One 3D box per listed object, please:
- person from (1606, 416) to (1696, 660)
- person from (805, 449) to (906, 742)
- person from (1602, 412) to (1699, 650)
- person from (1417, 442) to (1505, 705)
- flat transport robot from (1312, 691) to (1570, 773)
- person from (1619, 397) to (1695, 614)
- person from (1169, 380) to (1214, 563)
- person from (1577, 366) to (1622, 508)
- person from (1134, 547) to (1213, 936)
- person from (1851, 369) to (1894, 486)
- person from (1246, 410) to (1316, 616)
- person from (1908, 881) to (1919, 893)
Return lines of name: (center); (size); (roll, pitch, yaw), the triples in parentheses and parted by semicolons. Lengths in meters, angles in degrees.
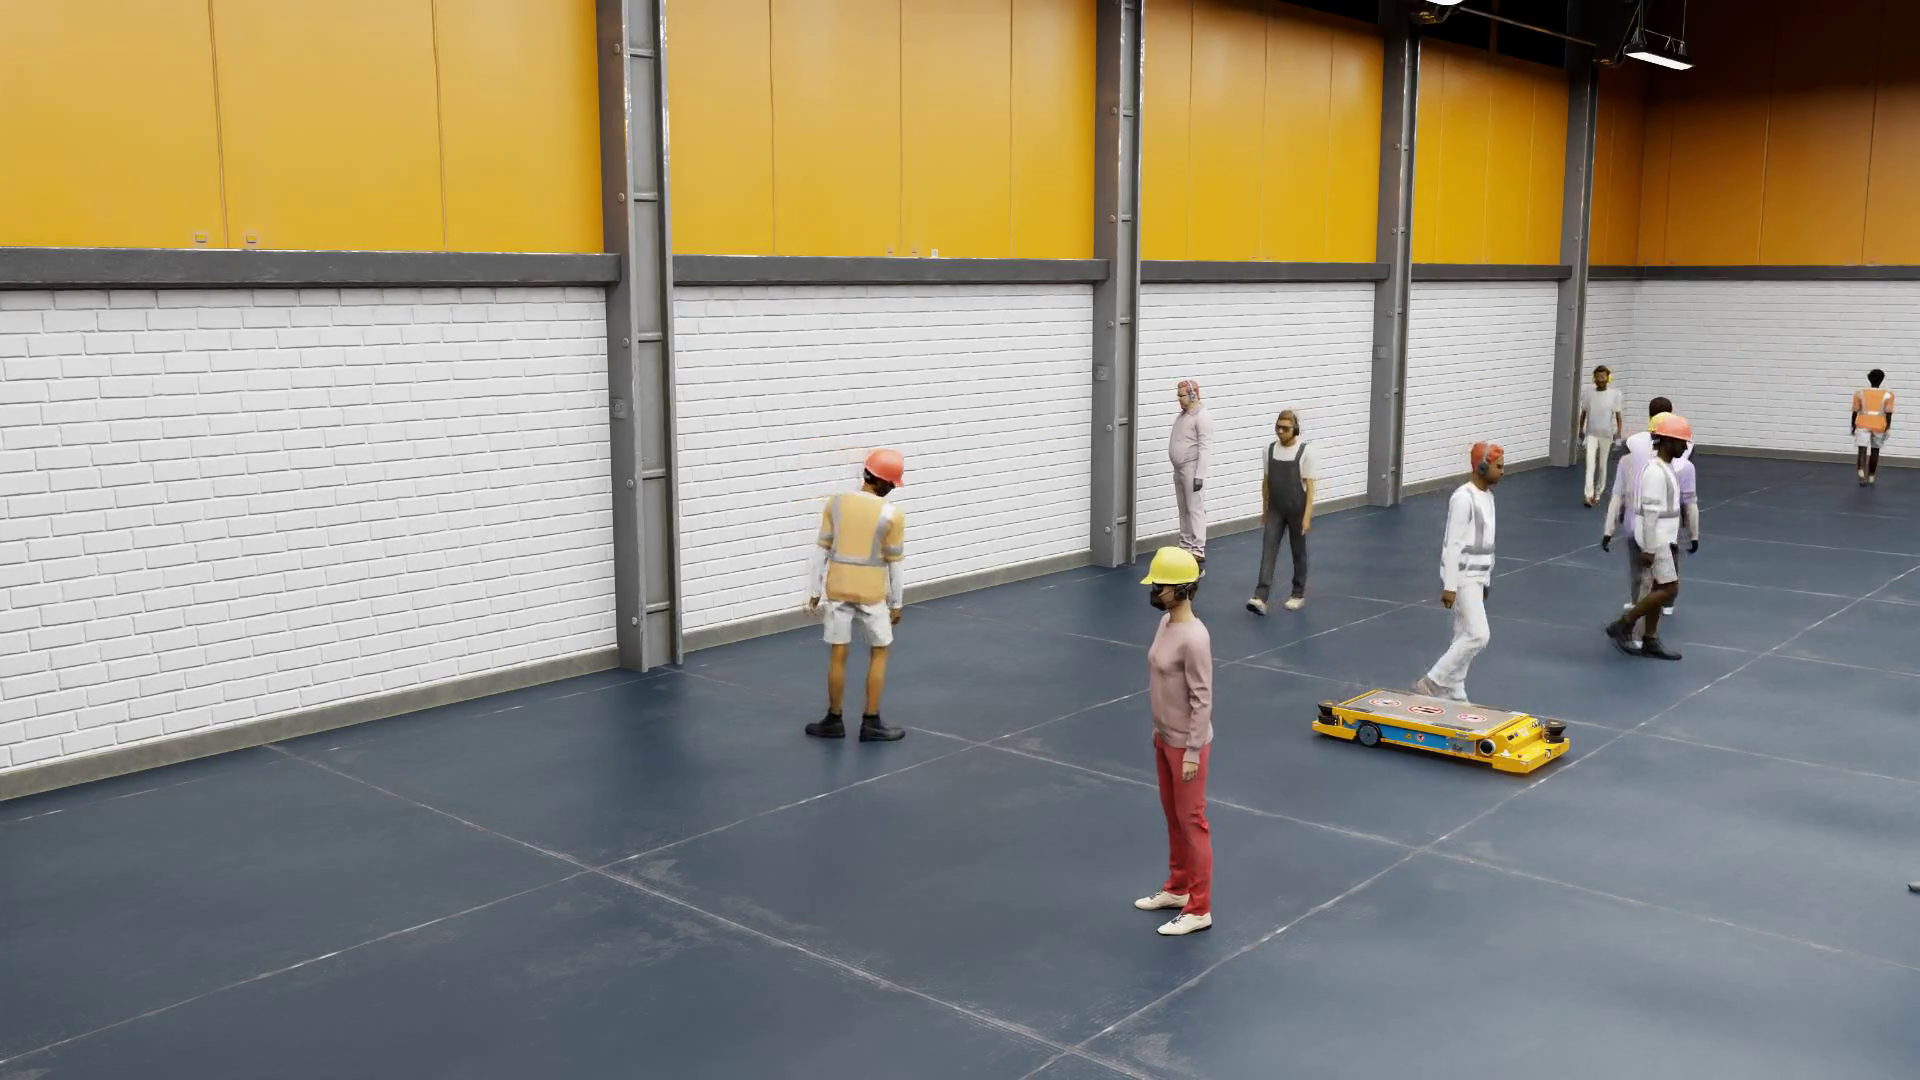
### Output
person: (5.382, -0.008, 12.838); (0.467, 1.910, 0.542); (5, 10, 27)
person: (-0.689, 0.354, 10.659); (0.705, 1.887, 0.373); (2, 9, 13)
person: (5.600, -0.087, 13.414); (0.637, 1.871, 0.964); (8, 12, 42)
person: (3.442, 0.269, 11.198); (0.410, 1.867, 0.602); (6, 11, 32)
flat transport robot: (3.022, 1.178, 10.503); (1.431, 0.197, 0.652); (8, 12, 40)
person: (6.110, -0.294, 14.593); (0.597, 1.914, 0.369); (1, 9, 5)
person: (2.358, -0.704, 17.220); (0.407, 1.902, 0.639); (-3, 9, -16)
person: (8.244, -1.334, 21.435); (0.545, 1.816, 0.970); (4, 10, 24)
person: (0.972, 0.904, 7.543); (0.329, 1.767, 0.529); (-2, 9, -10)
person: (12.896, -1.590, 23.545); (0.530, 1.669, 0.818); (5, 11, 31)
person: (2.827, -0.229, 14.549); (0.538, 1.794, 0.947); (6, 11, 33)
person: (4.820, 0.829, 7.758); (0.389, 1.846, 0.567); (-1, 9, -9)
